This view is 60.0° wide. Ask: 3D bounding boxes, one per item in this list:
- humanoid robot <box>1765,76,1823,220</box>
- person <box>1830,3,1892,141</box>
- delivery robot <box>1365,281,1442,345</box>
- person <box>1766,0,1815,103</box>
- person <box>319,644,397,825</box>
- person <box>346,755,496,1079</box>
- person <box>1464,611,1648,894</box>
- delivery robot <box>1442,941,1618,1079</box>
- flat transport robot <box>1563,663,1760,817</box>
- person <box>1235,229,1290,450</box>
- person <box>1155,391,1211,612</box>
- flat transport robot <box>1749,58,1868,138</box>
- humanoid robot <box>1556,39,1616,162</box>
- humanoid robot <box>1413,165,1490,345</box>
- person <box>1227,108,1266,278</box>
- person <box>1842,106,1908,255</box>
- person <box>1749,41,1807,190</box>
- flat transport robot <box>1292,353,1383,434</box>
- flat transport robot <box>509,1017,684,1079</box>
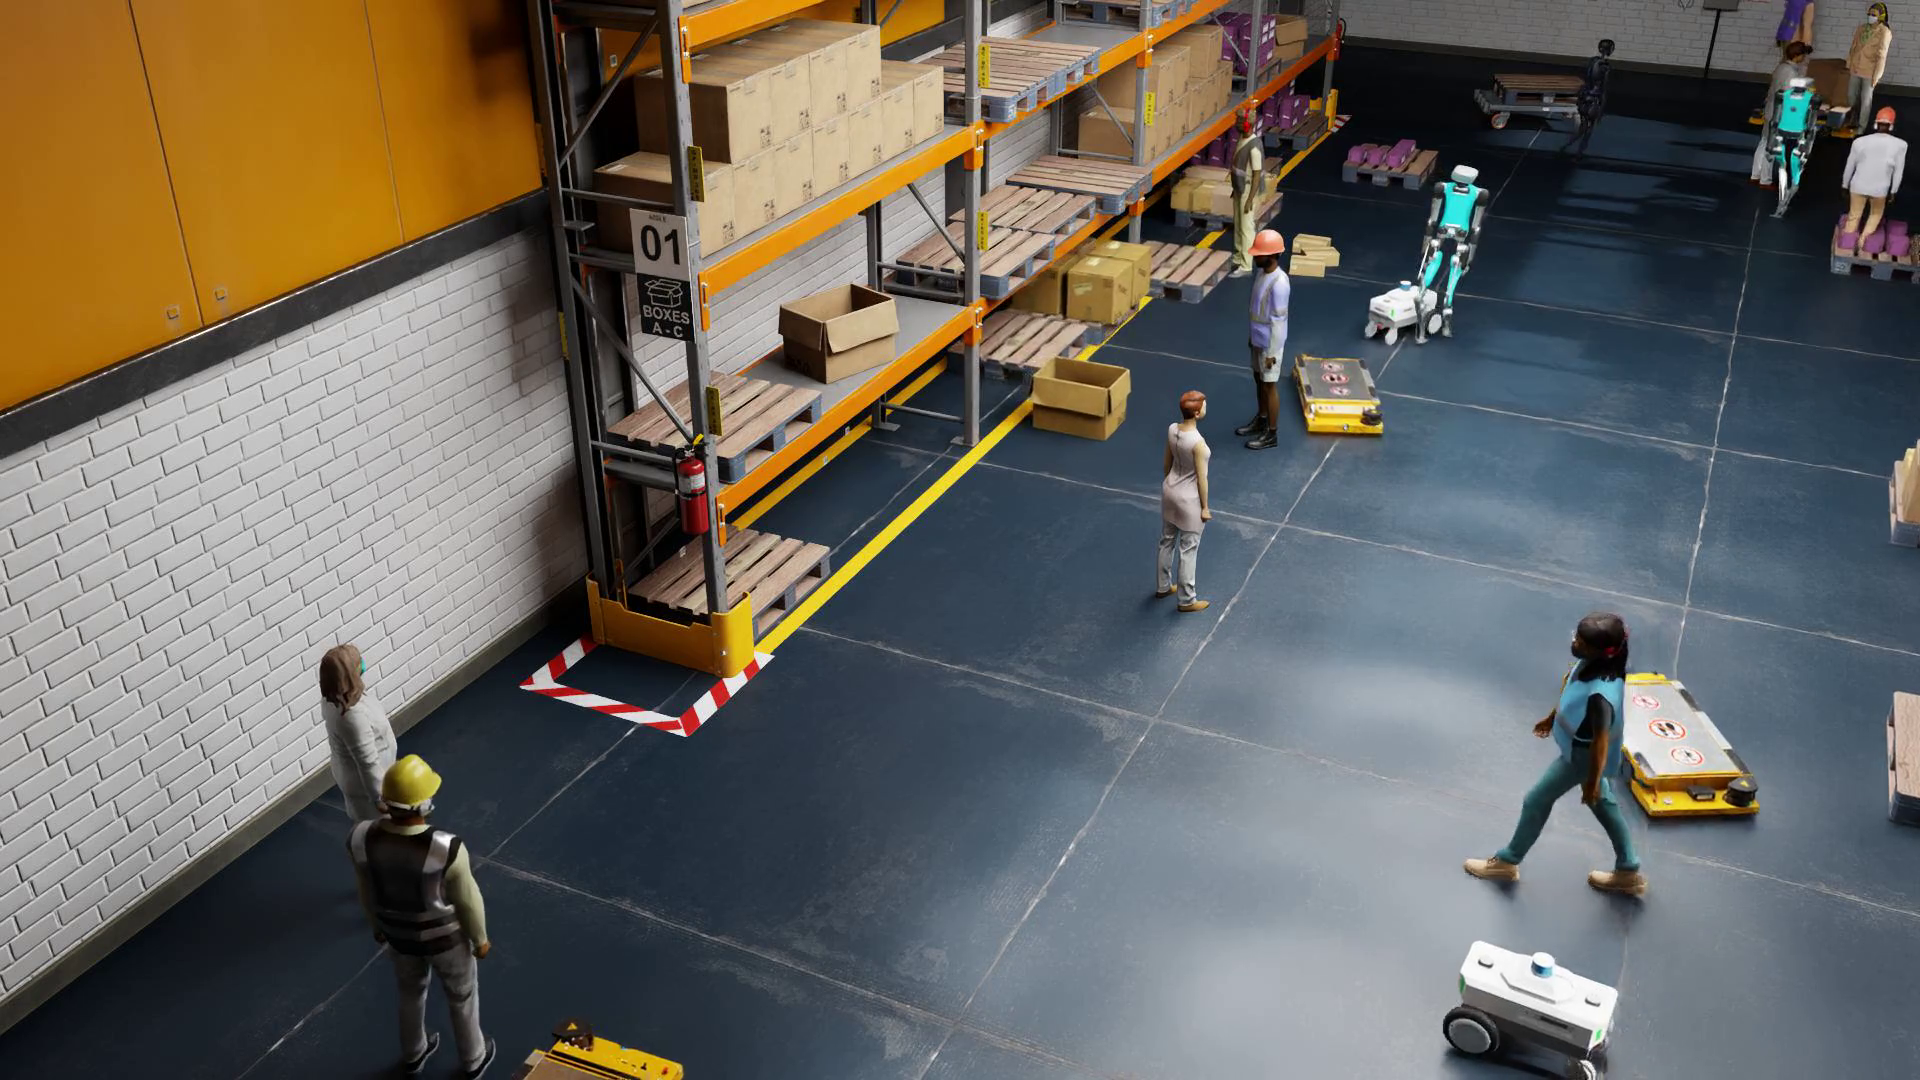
[{"bbox_3d":[9.958,-4.690,19.878,0.530,1.745,0.932,24,37,37],"label":"humanoid robot"},{"bbox_3d":[12.576,-6.509,23.122,0.391,1.869,0.554,-14,31,-24],"label":"person"},{"bbox_3d":[4.451,-2.310,16.701,0.777,0.585,0.499,-19,34,-31],"label":"delivery robot"},{"bbox_3d":[12.601,-7.499,24.908,0.764,1.903,0.576,-2,28,-4],"label":"person"},{"bbox_3d":[-3.154,1.280,8.884,0.335,1.660,0.496,-18,33,-29],"label":"person"},{"bbox_3d":[-2.485,1.794,7.772,0.604,1.816,0.403,5,29,10],"label":"person"},{"bbox_3d":[3.377,1.151,8.965,0.963,1.828,0.529,12,30,21],"label":"person"},{"bbox_3d":[2.814,2.286,8.186,0.797,0.593,0.499,16,32,27],"label":"delivery robot"},{"bbox_3d":[4.377,1.232,10.444,0.659,0.231,1.431,-1,28,-3],"label":"flat transport robot"},{"bbox_3d":[2.574,-1.711,14.162,0.396,1.928,0.541,-4,29,-7],"label":"person"},{"bbox_3d":[1.604,-0.279,11.778,0.286,1.661,0.440,-17,32,-28],"label":"person"},{"bbox_3d":[12.195,-6.023,23.897,1.431,0.231,0.659,22,35,35],"label":"flat transport robot"},{"bbox_3d":[8.293,-5.821,22.052,0.481,1.631,0.609,-1,28,-1],"label":"humanoid robot"},{"bbox_3d":[4.740,-2.710,16.219,0.571,1.778,0.879,12,31,21],"label":"humanoid robot"},{"bbox_3d":[3.100,-3.764,18.051,0.395,1.841,0.563,-4,29,-7],"label":"person"},{"bbox_3d":[10.111,-3.934,18.470,0.590,1.736,0.402,16,32,26],"label":"person"},{"bbox_3d":[10.373,-5.371,21.042,0.369,1.832,0.504,1,28,2],"label":"person"},{"bbox_3d":[3.444,-1.348,15.228,0.659,0.231,1.431,2,28,4],"label":"flat transport robot"},{"bbox_3d":[-1.906,2.790,7.555,0.659,0.231,1.431,11,30,19],"label":"flat transport robot"}]
